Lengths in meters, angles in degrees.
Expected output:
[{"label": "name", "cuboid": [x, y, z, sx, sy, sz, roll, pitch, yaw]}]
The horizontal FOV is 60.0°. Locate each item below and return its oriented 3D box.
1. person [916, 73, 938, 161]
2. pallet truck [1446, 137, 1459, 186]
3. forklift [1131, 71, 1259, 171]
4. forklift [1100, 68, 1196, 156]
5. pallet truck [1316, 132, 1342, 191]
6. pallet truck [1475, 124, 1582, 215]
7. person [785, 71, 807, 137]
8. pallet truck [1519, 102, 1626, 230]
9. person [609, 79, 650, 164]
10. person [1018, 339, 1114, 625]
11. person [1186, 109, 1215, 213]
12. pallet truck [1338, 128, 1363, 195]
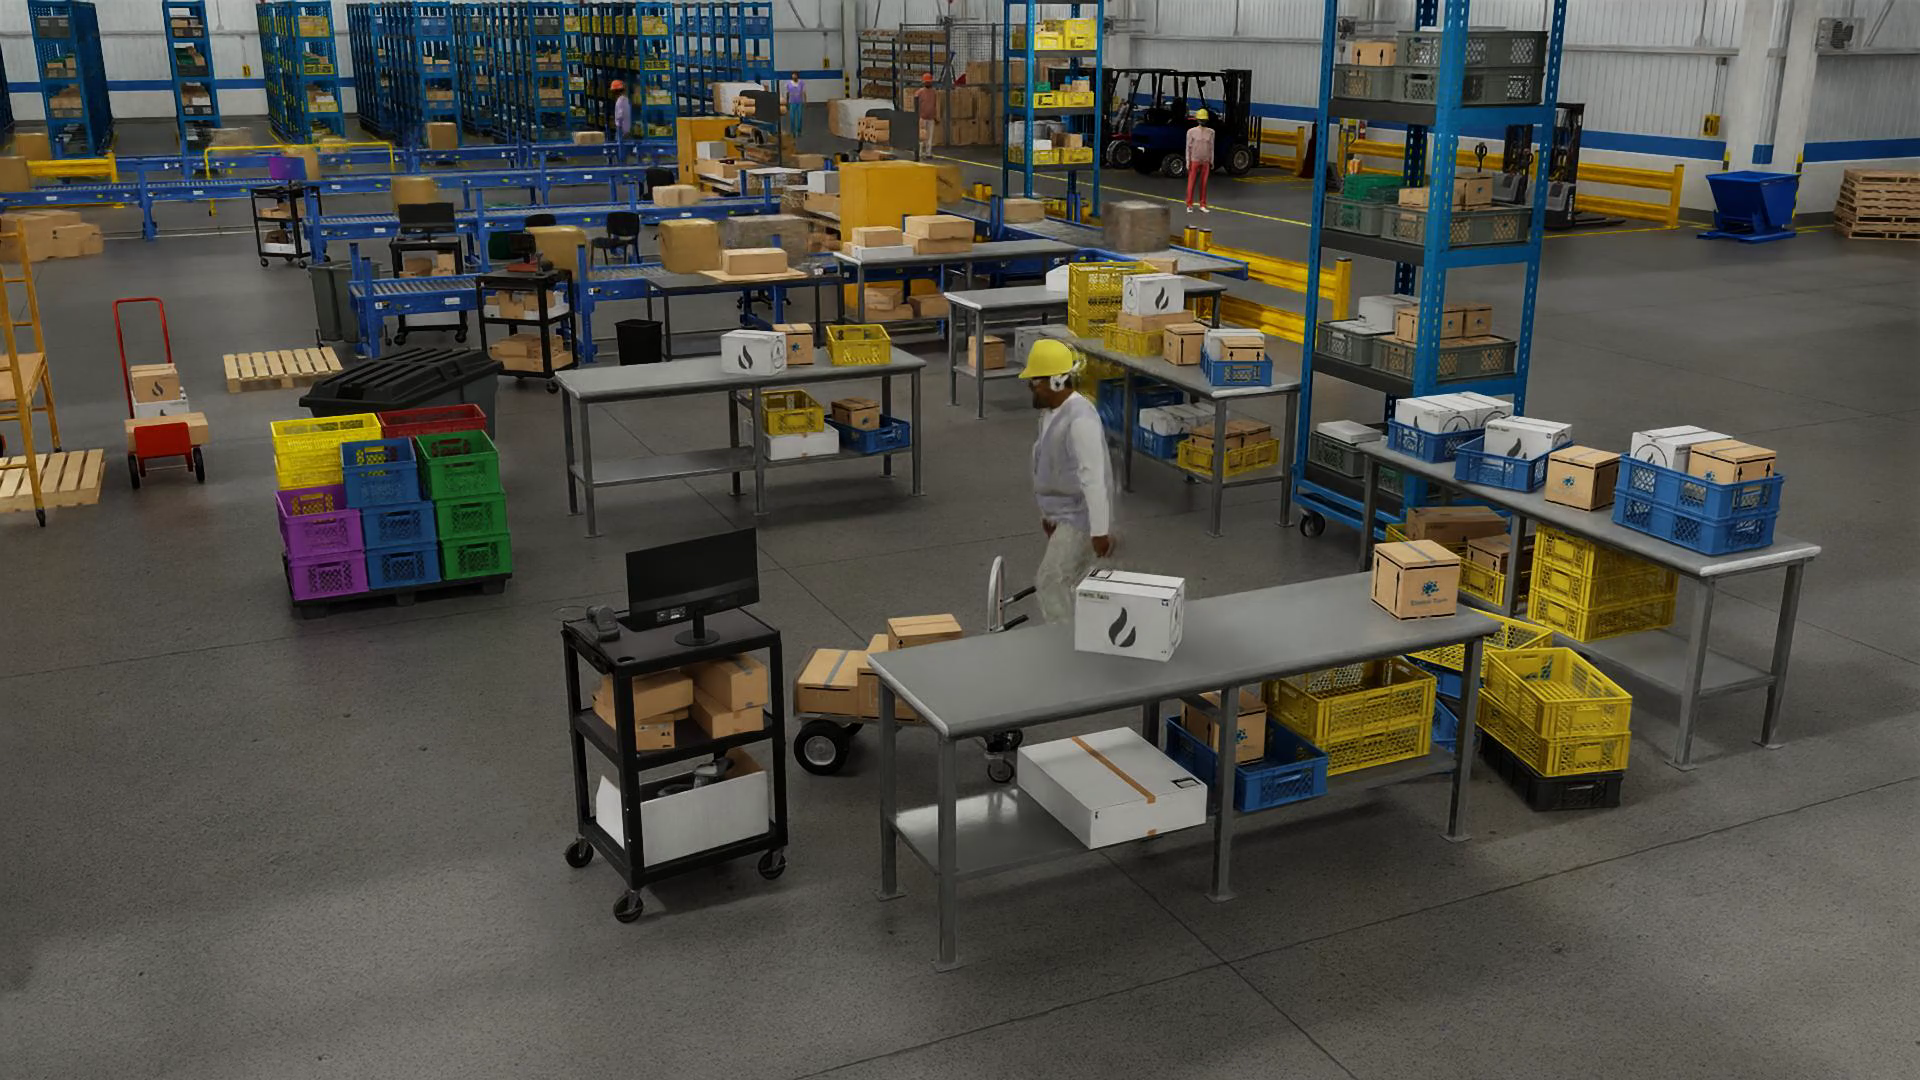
[{"label": "person", "cuboid": [-0.768, -9.908, 38.985, 0.612, 1.994, 0.395, -14, 22, -38]}, {"label": "pallet truck", "cuboid": [9.184, -6.485, 29.328, 1.630, 1.274, 0.653, -8, 19, -23]}, {"label": "forklift", "cuboid": [4.998, -8.936, 35.413, 2.680, 1.987, 1.157, -9, 20, -25]}, {"label": "forklift", "cuboid": [4.082, -9.564, 37.410, 2.680, 1.987, 1.157, -8, 19, -23]}, {"label": "pallet truck", "cuboid": [7.723, -7.504, 32.656, 1.601, 1.201, 0.680, -8, 19, -23]}, {"label": "pallet truck", "cuboid": [9.707, -6.455, 28.103, 1.885, 1.965, 0.823, -7, 19, -20]}, {"label": "person", "cuboid": [-4.537, -12.063, 46.091, 0.572, 1.802, 0.939, -2, 18, -5]}, {"label": "pallet truck", "cuboid": [9.972, -6.037, 26.785, 1.885, 1.965, 0.823, -9, 20, -25]}, {"label": "person", "cuboid": [-7.064, -8.716, 35.216, 0.753, 2.015, 0.616, 1, 18, 3]}, {"label": "person", "cuboid": [0.556, -0.132, 8.513, 0.603, 1.795, 0.608, -3, 18, -9]}, {"label": "person", "cuboid": [4.159, -6.555, 28.794, 0.533, 1.768, 0.310, -5, 18, -14]}, {"label": "pallet truck", "cuboid": [7.845, -7.140, 31.411, 1.522, 1.261, 0.704, -9, 20, -25]}]
